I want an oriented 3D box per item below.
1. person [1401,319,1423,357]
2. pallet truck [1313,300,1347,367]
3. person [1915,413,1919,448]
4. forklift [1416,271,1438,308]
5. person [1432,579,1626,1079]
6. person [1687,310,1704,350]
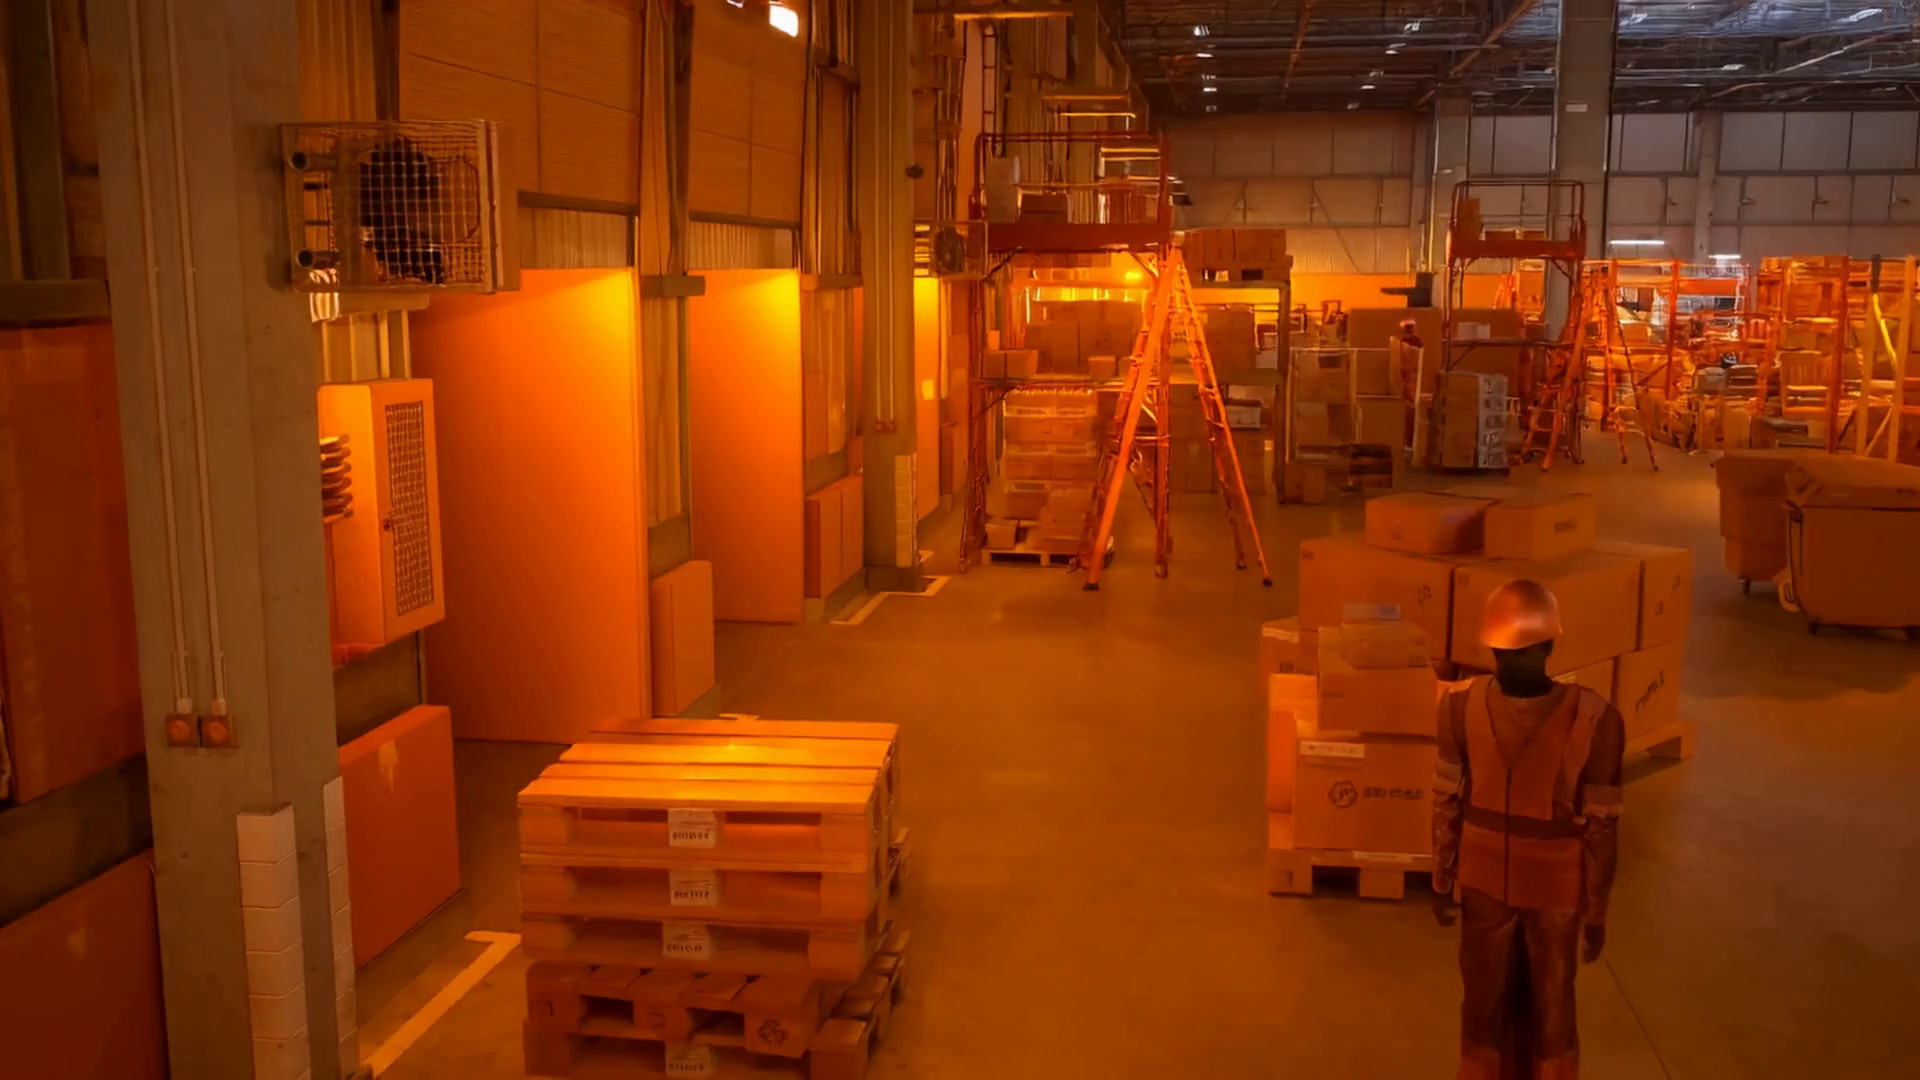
[{"bbox_3d":[8.392,-3.165,31.206,0.543,1.932,0.365,-2,9,-12],"label":"person"},{"bbox_3d":[11.159,-6.200,49.718,0.823,1.965,1.885,4,10,26],"label":"pallet truck"},{"bbox_3d":[15.573,-2.336,26.694,0.320,1.738,0.486,5,11,29],"label":"person"},{"bbox_3d":[11.679,-5.367,41.870,1.873,2.768,1.129,1,9,9],"label":"forklift"},{"bbox_3d":[1.730,1.064,5.168,0.584,1.920,0.395,7,12,37],"label":"person"},{"bbox_3d":[21.855,-6.003,49.462,0.530,1.689,0.322,-2,10,-15],"label":"person"}]
